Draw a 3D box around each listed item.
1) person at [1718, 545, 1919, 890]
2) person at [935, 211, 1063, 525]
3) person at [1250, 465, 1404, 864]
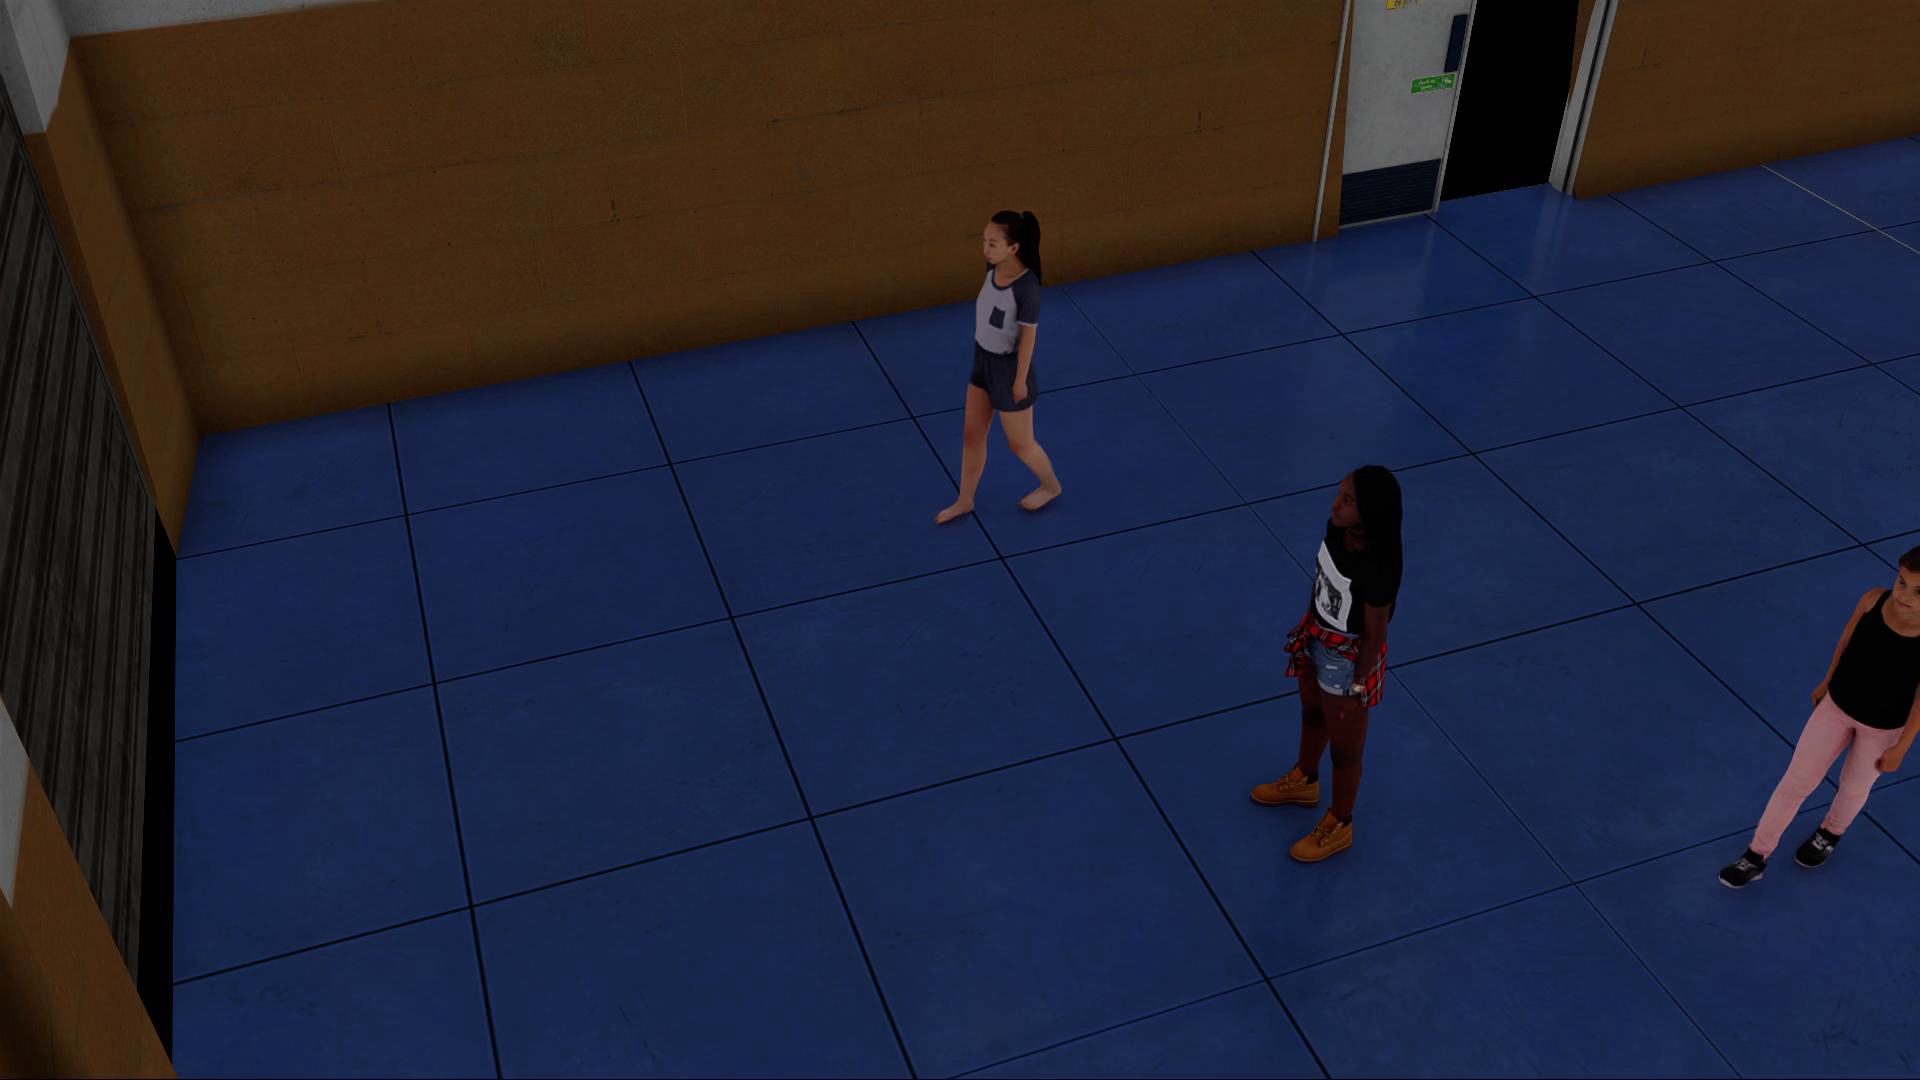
[{"bbox_3d":[3.318,0.616,6.043,0.792,1.543,0.900,-26,44,-31],"label":"person"},{"bbox_3d":[0.281,-0.796,7.856,0.730,1.625,0.856,-17,40,-21],"label":"person"},{"bbox_3d":[1.396,0.445,6.115,0.668,1.729,0.539,-10,38,-13],"label":"person"}]
